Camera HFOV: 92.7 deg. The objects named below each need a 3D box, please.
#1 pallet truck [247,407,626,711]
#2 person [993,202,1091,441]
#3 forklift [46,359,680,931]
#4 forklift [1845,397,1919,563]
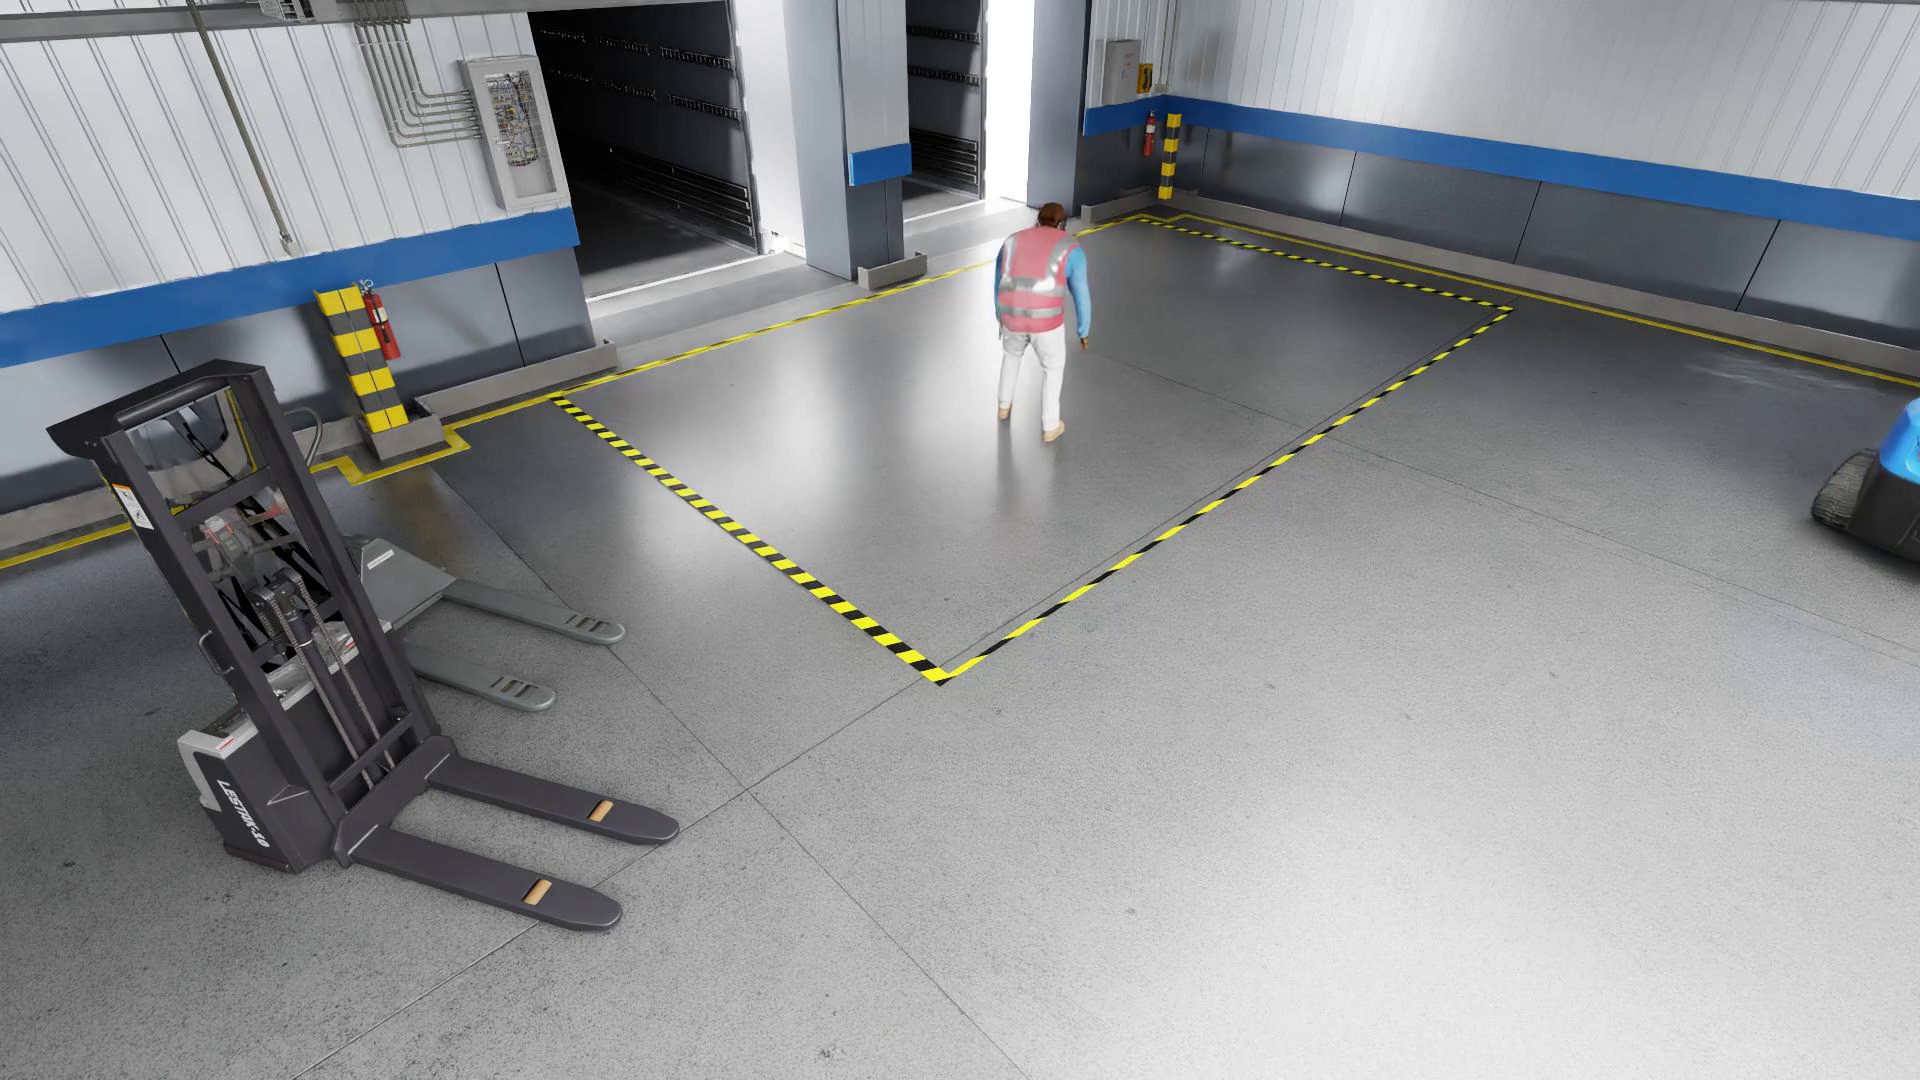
[{"bbox_3d":[-2.628,0.038,4.590,1.601,1.201,0.680,12,36,18],"label":"pallet truck"},{"bbox_3d":[0.599,-1.588,6.693,0.761,1.576,0.776,13,36,18],"label":"person"},{"bbox_3d":[-2.135,0.422,3.354,1.885,1.965,0.823,10,35,14],"label":"forklift"},{"bbox_3d":[6.622,-0.951,5.057,2.680,2.036,1.157,-14,37,-20],"label":"forklift"}]
